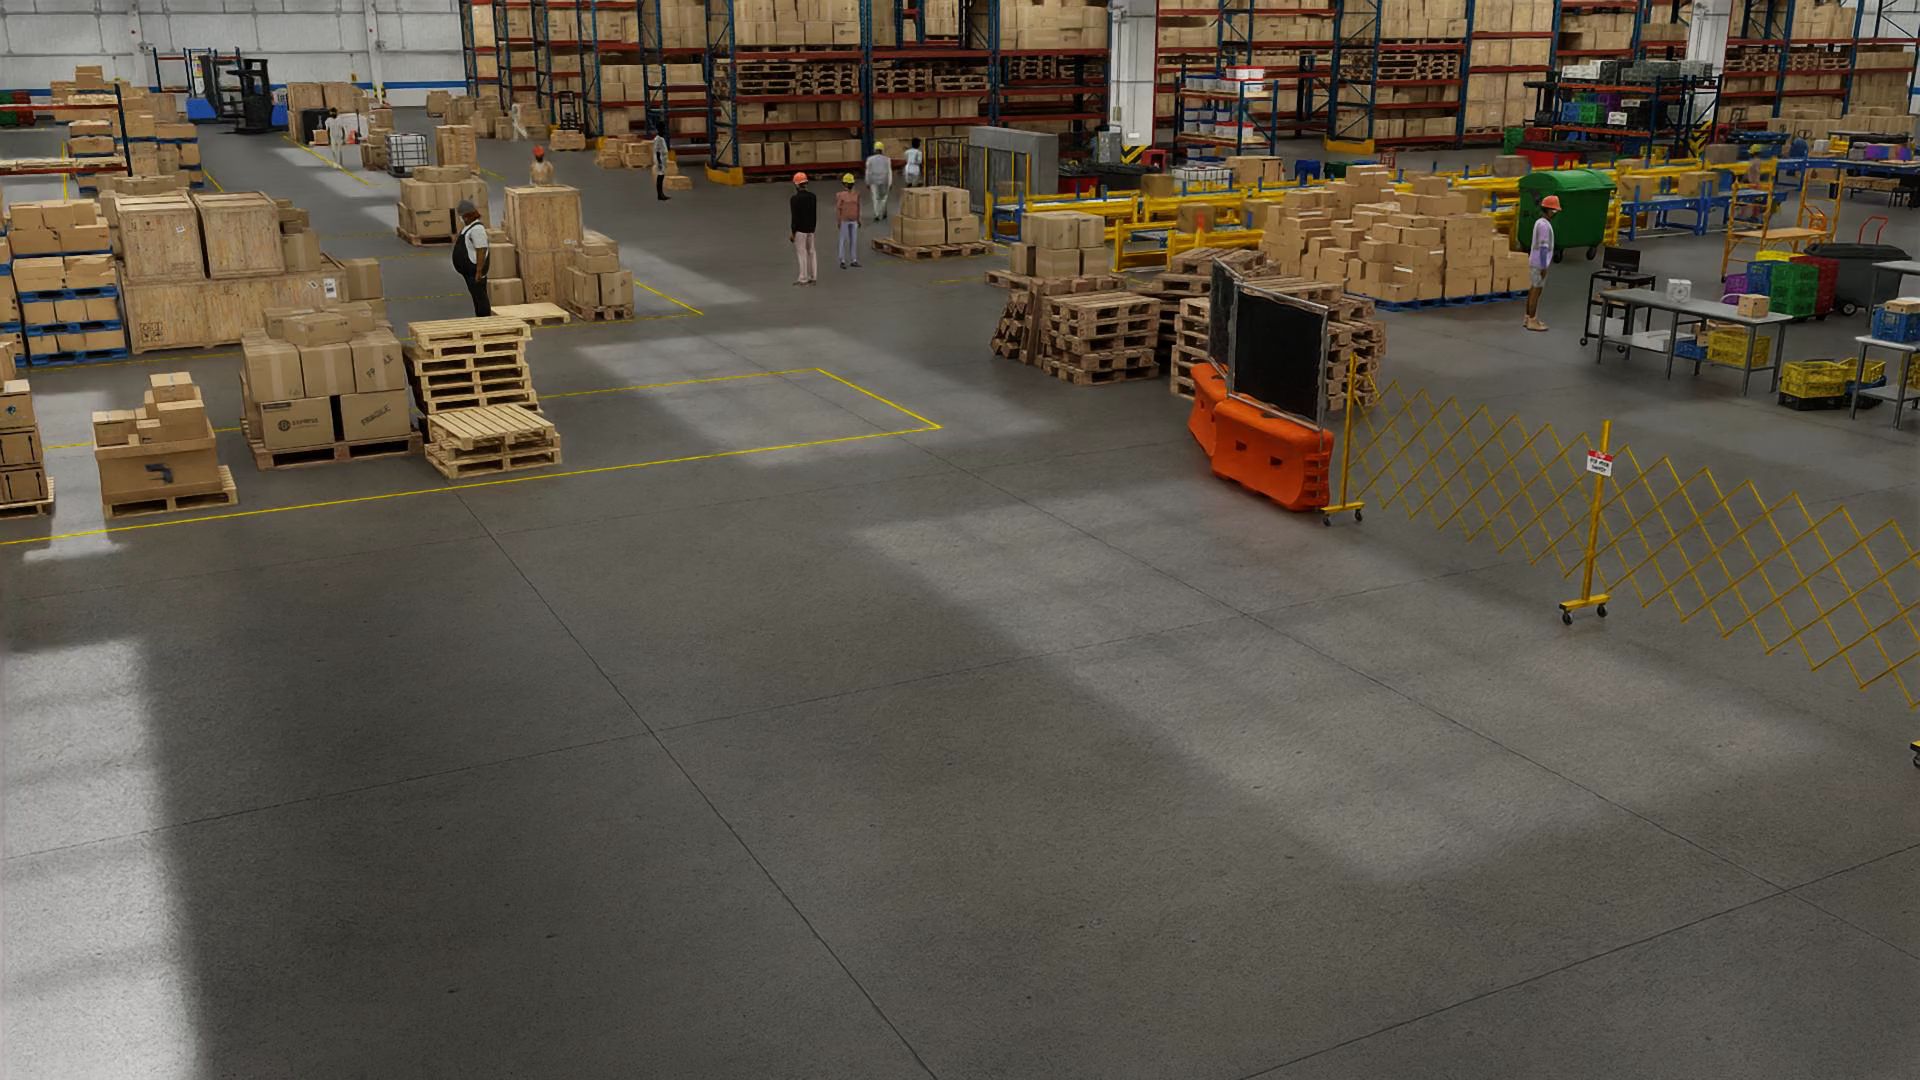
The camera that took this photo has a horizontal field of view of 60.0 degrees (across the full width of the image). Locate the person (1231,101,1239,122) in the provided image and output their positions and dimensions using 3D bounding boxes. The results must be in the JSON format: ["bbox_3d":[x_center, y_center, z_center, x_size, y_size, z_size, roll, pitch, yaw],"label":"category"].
[{"bbox_3d":[11.260,-17.610,67.453,0.640,1.818,0.595,-7,19,-22],"label":"person"}]

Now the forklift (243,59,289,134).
[{"bbox_3d":[-27.235,-17.286,64.724,1.129,2.768,1.873,7,19,21],"label":"forklift"}]

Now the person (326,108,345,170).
[{"bbox_3d":[-18.899,-12.141,50.361,0.524,1.832,0.930,-4,18,-11],"label":"person"}]

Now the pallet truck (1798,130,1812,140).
[{"bbox_3d":[25.526,-11.556,49.408,1.630,1.274,0.653,-9,20,-26],"label":"pallet truck"}]

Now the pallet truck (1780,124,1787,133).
[{"bbox_3d":[25.206,-12.542,52.601,1.601,1.201,0.680,0,18,-2],"label":"pallet truck"}]

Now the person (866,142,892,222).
[{"bbox_3d":[-1.866,-8.248,38.320,0.613,1.784,0.924,1,18,3],"label":"person"}]

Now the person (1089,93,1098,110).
[{"bbox_3d":[5.534,-18.139,69.297,0.320,1.693,0.531,-16,23,-40],"label":"person"}]

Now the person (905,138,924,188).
[{"bbox_3d":[-1.127,-9.107,41.149,0.563,1.667,0.481,11,21,30],"label":"person"}]

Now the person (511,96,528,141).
[{"bbox_3d":[-16.227,-15.441,61.004,0.643,1.616,0.523,1,18,5],"label":"person"}]

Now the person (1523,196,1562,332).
[{"bbox_3d":[8.872,-4.212,25.326,0.394,2.037,0.605,4,18,11],"label":"person"}]

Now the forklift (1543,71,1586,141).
[{"bbox_3d":[18.685,-13.231,52.085,1.873,2.768,1.129,-9,20,-26],"label":"forklift"}]

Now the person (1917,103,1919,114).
[{"bbox_3d":[37.634,-16.760,64.680,0.650,1.898,0.996,13,22,34],"label":"person"}]

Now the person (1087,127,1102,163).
[{"bbox_3d":[3.755,-10.435,45.355,0.545,1.643,0.887,12,21,33],"label":"person"}]

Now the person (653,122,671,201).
[{"bbox_3d":[-7.604,-9.632,42.334,0.374,1.966,0.607,0,18,1],"label":"person"}]

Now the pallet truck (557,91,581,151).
[{"bbox_3d":[-13.495,-14.412,57.188,0.823,1.965,1.885,-3,18,-9],"label":"pallet truck"}]

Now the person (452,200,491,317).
[{"bbox_3d":[-7.309,-4.073,24.885,0.536,2.000,0.688,-8,20,-24],"label":"person"}]

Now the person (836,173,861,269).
[{"bbox_3d":[-2.094,-6.022,31.407,0.525,1.769,0.314,-12,21,-33],"label":"person"}]

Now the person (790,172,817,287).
[{"bbox_3d":[-2.764,-5.454,29.264,0.387,1.996,0.611,14,22,37],"label":"person"}]

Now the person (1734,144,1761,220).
[{"bbox_3d":[18.172,-8.243,38.368,0.743,1.725,0.562,4,18,12],"label":"person"}]

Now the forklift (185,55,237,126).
[{"bbox_3d":[-31.232,-18.690,69.103,1.873,2.768,1.129,-9,20,-26],"label":"forklift"}]

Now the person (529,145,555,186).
[{"bbox_3d":[-9.054,-7.620,36.161,0.549,1.920,0.720,2,18,6],"label":"person"}]

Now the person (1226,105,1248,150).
[{"bbox_3d":[9.596,-14.170,57.088,0.841,1.591,0.503,-9,20,-26],"label":"person"}]

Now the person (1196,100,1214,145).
[{"bbox_3d":[8.126,-13.584,54.872,0.746,1.846,1.015,-10,21,-29],"label":"person"}]
